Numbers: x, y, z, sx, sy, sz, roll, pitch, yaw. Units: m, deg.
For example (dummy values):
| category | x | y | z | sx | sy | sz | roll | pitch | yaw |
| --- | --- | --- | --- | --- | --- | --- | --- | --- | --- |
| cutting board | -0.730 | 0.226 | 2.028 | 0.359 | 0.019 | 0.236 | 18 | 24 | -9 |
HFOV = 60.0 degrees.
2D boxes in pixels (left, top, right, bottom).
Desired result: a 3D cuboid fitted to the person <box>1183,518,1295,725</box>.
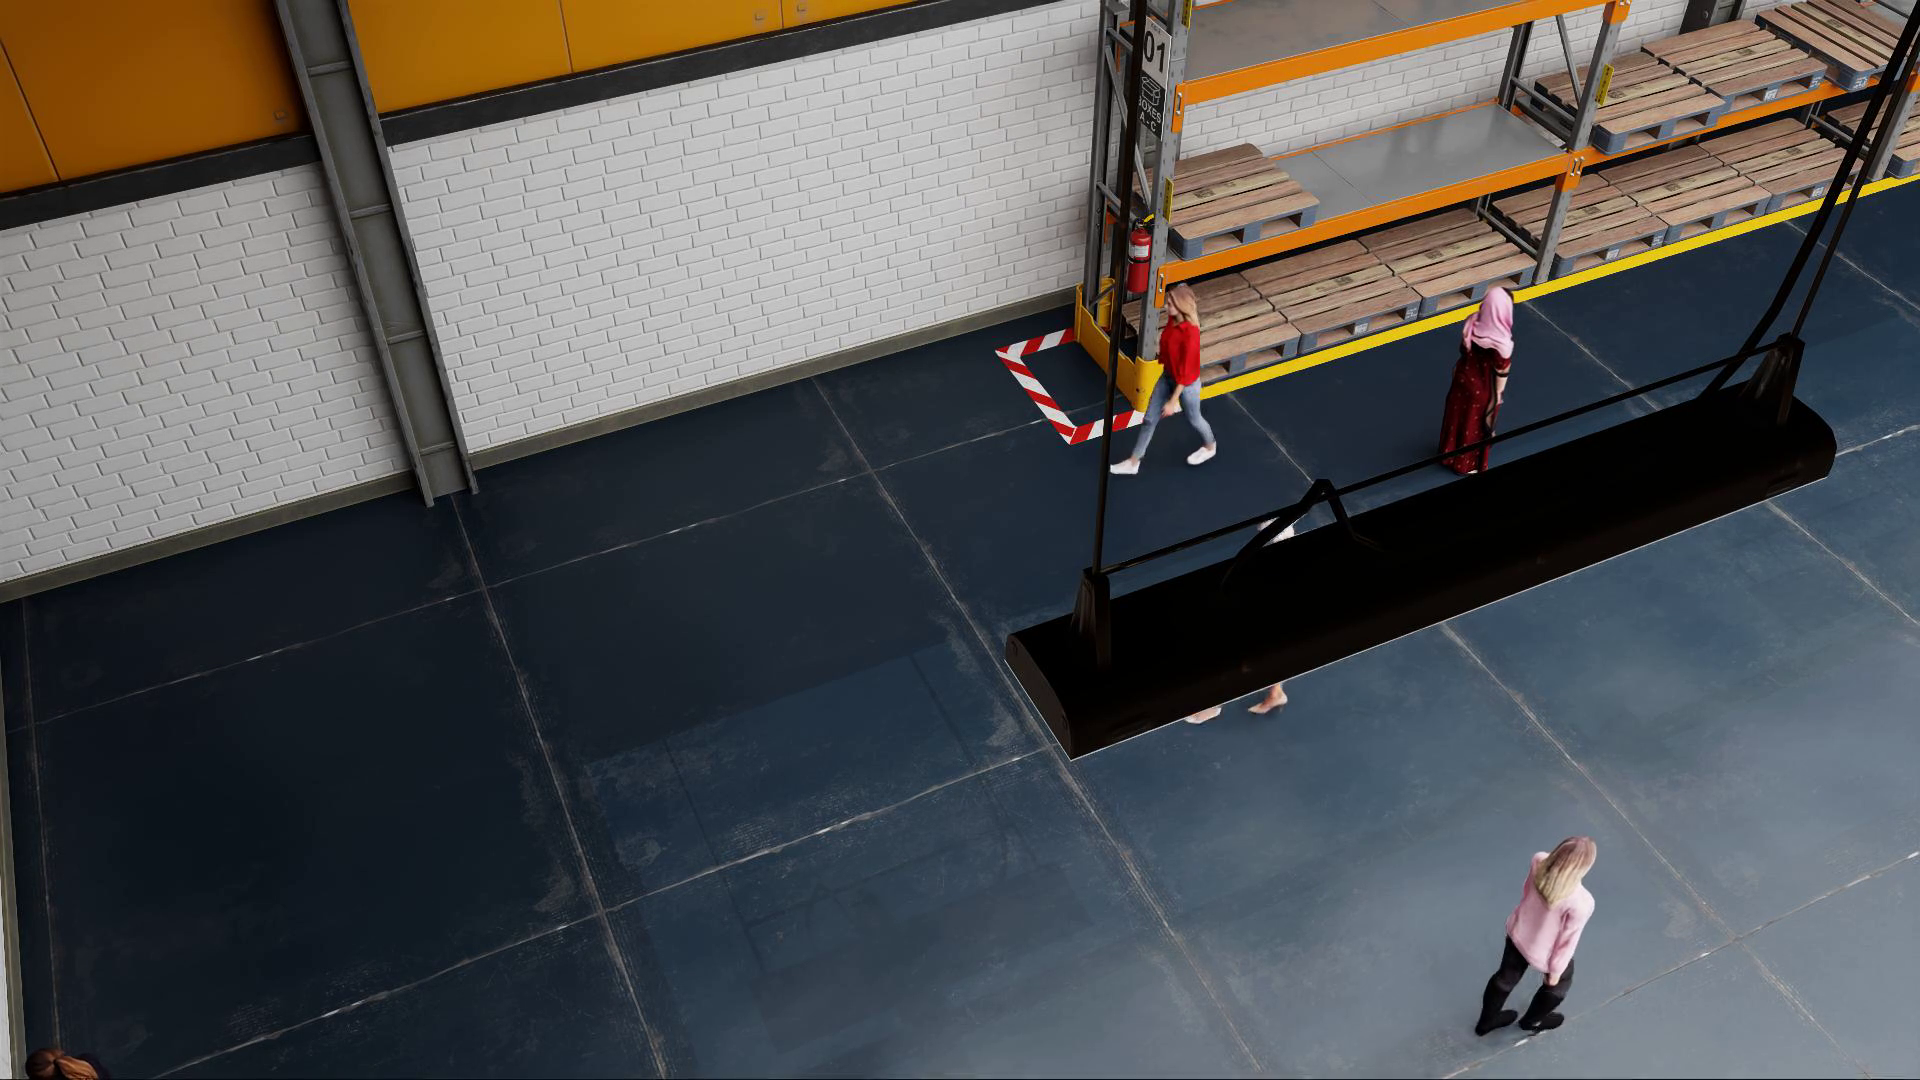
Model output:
| category | x | y | z | sx | sy | sz | roll | pitch | yaw |
| --- | --- | --- | --- | --- | --- | --- | --- | --- | --- |
| person | 1.975 | 0.520 | 10.445 | 1.042 | 1.724 | 0.811 | -4 | 44 | -5 |

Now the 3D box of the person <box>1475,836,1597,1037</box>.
| category | x | y | z | sx | sy | sz | roll | pitch | yaw |
| --- | --- | --- | --- | --- | --- | --- | --- | --- | --- |
| person | 2.984 | 2.146 | 8.775 | 0.696 | 1.673 | 0.649 | -15 | 46 | -15 |

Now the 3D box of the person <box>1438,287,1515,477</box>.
| category | x | y | z | sx | sy | sz | roll | pitch | yaw |
| --- | --- | --- | --- | --- | --- | --- | --- | --- | --- |
| person | 3.831 | -1.174 | 12.285 | 0.576 | 1.638 | 0.652 | -17 | 46 | -17 |

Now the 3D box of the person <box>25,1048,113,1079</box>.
| category | x | y | z | sx | sy | sz | roll | pitch | yaw |
| --- | --- | --- | --- | --- | --- | --- | --- | --- | --- |
| person | -4.063 | 2.891 | 7.985 | 0.666 | 1.684 | 0.694 | -5 | 44 | -5 |

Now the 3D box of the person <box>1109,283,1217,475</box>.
| category | x | y | z | sx | sy | sz | roll | pitch | yaw |
| --- | --- | --- | --- | --- | --- | --- | --- | --- | --- |
| person | 1.686 | -1.145 | 12.240 | 1.116 | 1.657 | 0.665 | -15 | 45 | -15 |
